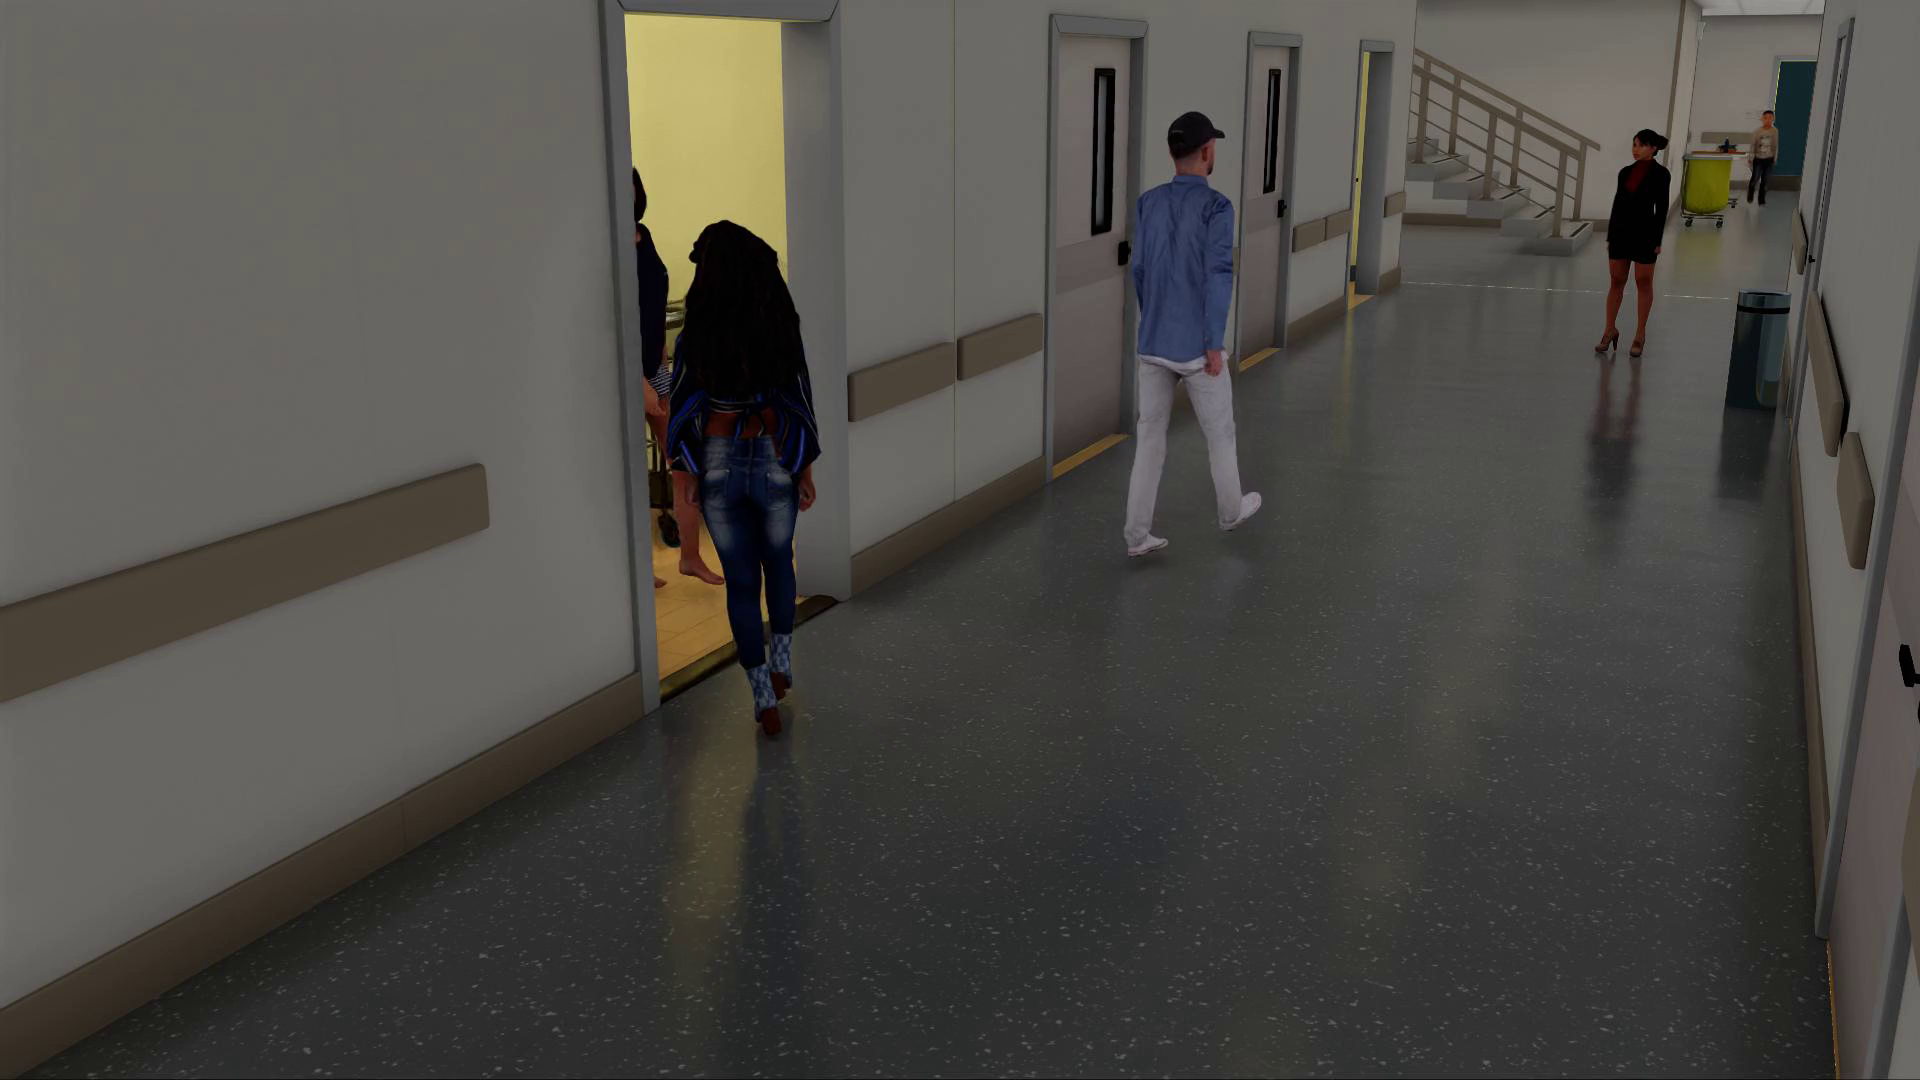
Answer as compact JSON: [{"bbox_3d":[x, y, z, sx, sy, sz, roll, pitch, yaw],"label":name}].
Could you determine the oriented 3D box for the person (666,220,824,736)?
[{"bbox_3d":[-0.652,-0.161,5.141,0.782,1.603,0.847,-3,16,-10],"label":"person"}]

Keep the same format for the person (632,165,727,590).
[{"bbox_3d":[-1.358,-0.600,6.469,0.728,1.727,0.673,7,17,25],"label":"person"}]

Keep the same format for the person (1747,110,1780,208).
[{"bbox_3d":[12.485,-5.932,25.888,0.680,1.453,0.714,2,16,8],"label":"person"}]

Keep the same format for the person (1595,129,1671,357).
[{"bbox_3d":[4.979,-2.195,12.287,0.731,1.640,0.664,-14,21,-41],"label":"person"}]

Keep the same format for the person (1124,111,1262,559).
[{"bbox_3d":[0.882,-0.802,6.982,1.139,1.839,0.942,13,20,39],"label":"person"}]
